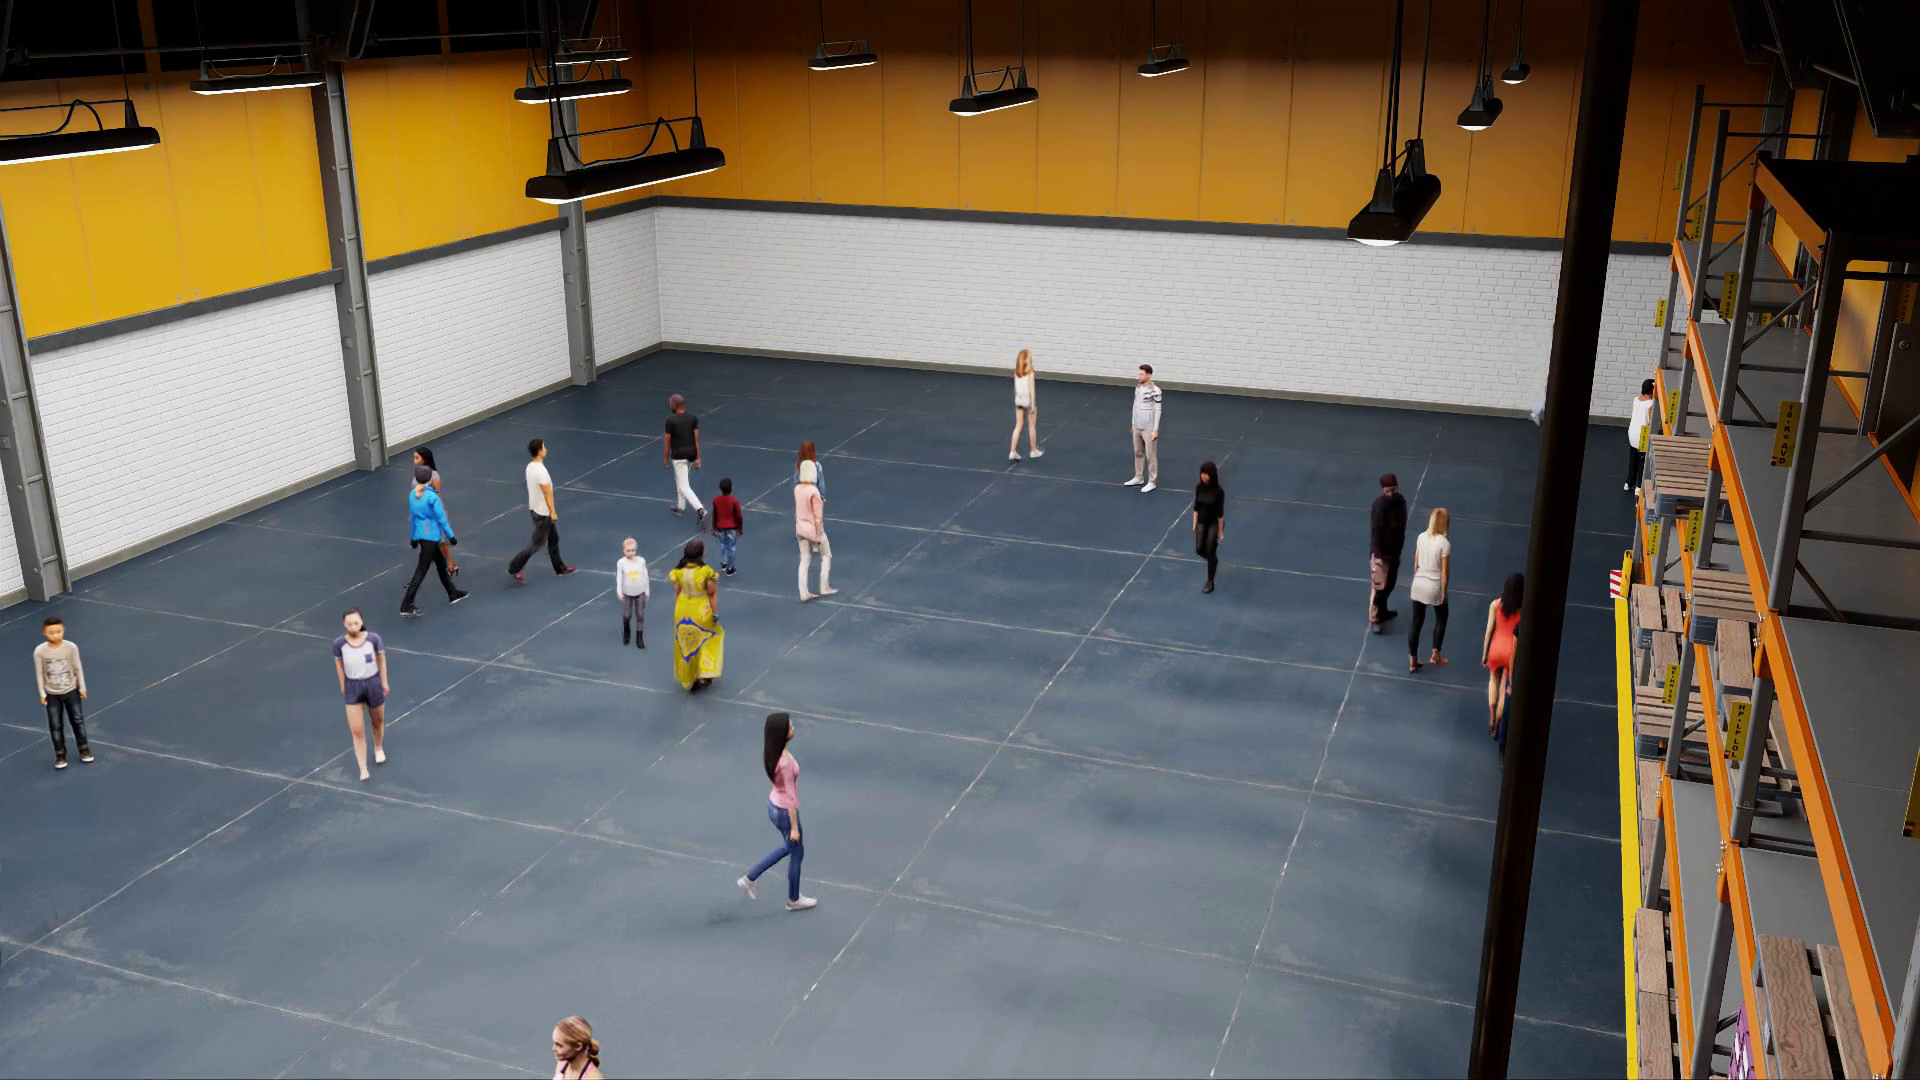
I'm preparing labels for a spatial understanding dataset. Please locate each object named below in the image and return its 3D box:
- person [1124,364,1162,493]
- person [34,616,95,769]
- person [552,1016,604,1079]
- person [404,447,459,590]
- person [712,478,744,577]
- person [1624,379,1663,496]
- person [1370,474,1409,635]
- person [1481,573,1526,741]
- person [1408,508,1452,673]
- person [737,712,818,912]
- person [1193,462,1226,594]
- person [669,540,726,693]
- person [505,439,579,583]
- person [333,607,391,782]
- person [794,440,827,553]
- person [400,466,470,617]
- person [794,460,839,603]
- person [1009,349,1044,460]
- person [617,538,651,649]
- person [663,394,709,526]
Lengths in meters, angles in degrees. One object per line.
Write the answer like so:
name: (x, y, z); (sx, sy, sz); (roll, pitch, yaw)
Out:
person: (2.715, -1.661, 24.265); (0.763, 1.860, 0.760); (-13, 23, -34)
person: (-8.508, 1.416, 15.748); (0.627, 1.464, 0.697); (-11, 21, -29)
person: (-2.077, 3.423, 9.282); (0.680, 1.786, 0.691); (-16, 25, -40)
person: (-6.394, -0.285, 20.355); (0.851, 1.747, 1.125); (15, 24, 37)
person: (-2.922, -0.147, 20.733); (0.576, 1.245, 0.632); (3, 19, 8)
person: (9.917, -1.511, 24.087); (0.819, 1.688, 0.715); (-3, 19, -10)
person: (4.856, 0.117, 18.937); (1.043, 1.891, 0.834); (13, 23, 34)
person: (5.281, 1.156, 16.140); (0.662, 1.706, 0.643); (10, 21, 28)
person: (4.951, 0.562, 17.744); (0.776, 1.808, 0.852); (16, 24, 39)
person: (-1.453, 2.167, 13.102); (0.926, 1.729, 0.896); (-6, 20, -18)
person: (3.082, -0.189, 20.265); (0.739, 1.623, 0.868); (12, 22, 32)
person: (-2.752, 0.822, 17.224); (0.824, 1.647, 0.890); (2, 19, 5)
person: (-5.228, -0.320, 20.423); (1.210, 1.769, 1.118); (-9, 21, -25)
person: (-5.573, 1.393, 15.581); (0.976, 1.613, 1.085); (-7, 20, -19)
person: (-1.962, -0.578, 21.648); (0.571, 1.476, 0.487); (7, 20, 20)
person: (-6.259, 0.054, 19.339); (0.902, 1.753, 1.257); (15, 24, 38)
person: (-1.858, -0.078, 19.821); (0.773, 1.694, 0.859); (17, 25, 41)
person: (0.943, -2.066, 25.652); (0.805, 1.742, 0.985); (16, 25, 40)
person: (-3.651, 0.564, 18.581); (0.621, 1.270, 0.680); (-8, 20, -22)
person: (-3.729, -1.067, 22.655); (1.259, 1.762, 1.076); (-17, 25, -41)
